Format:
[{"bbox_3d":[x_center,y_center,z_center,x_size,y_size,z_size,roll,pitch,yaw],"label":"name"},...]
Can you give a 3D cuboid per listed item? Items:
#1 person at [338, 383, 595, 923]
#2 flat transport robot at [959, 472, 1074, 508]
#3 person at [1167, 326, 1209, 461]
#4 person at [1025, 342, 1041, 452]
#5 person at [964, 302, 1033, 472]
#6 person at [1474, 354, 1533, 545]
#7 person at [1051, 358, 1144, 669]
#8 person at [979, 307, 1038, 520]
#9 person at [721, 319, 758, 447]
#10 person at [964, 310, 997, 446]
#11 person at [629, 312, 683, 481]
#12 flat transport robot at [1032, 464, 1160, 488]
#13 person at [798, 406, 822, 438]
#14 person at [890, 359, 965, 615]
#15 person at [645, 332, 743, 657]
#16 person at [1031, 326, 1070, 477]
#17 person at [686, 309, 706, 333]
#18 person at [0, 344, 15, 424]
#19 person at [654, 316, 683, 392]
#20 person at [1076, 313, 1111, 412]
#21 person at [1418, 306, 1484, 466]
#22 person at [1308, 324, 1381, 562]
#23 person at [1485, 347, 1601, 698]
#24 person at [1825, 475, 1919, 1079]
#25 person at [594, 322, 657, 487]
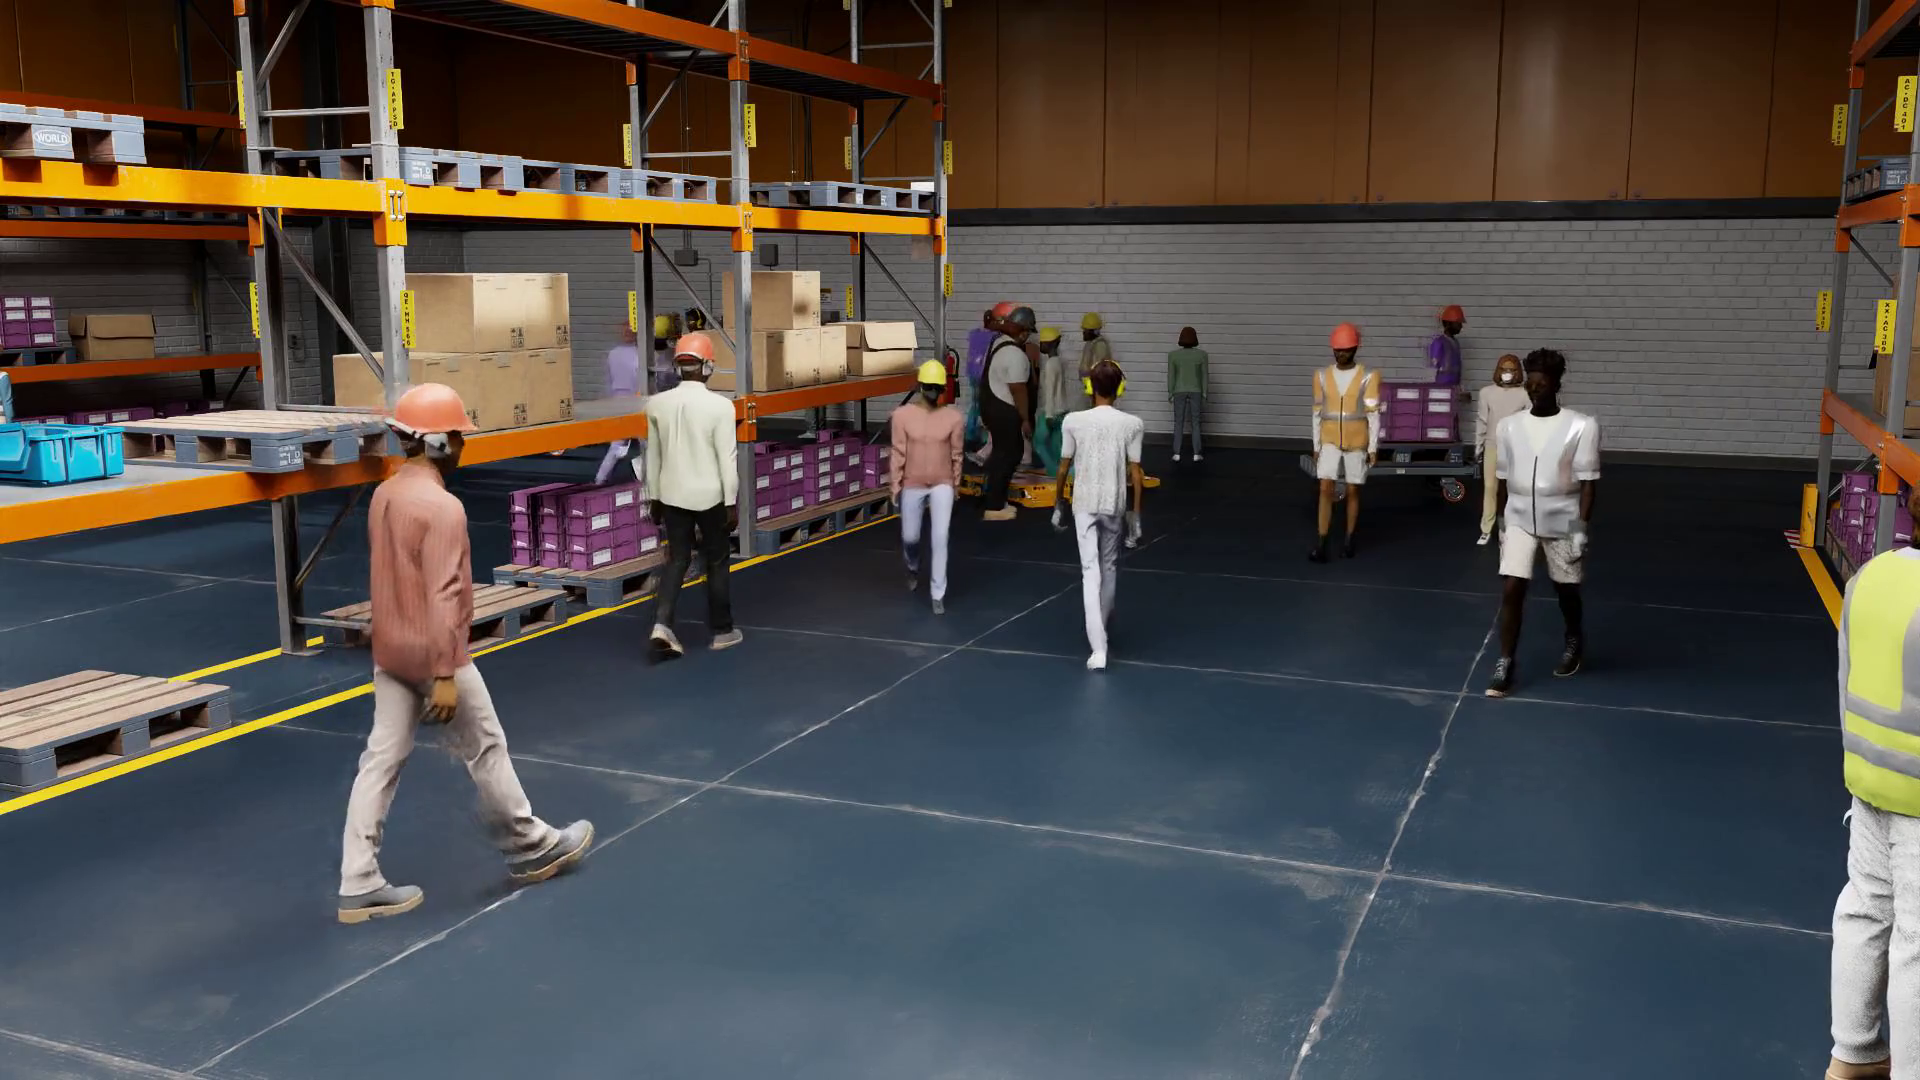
[{"bbox_3d":[-1.895,0.393,6.149,1.009,1.936,0.646,-9,13,-44],"label":"person"},{"bbox_3d":[0.617,-0.524,16.766,0.652,0.197,1.431,-6,11,-32],"label":"flat transport robot"},{"bbox_3d":[2.766,-1.771,20.199,0.500,1.636,0.283,2,9,9],"label":"person"},{"bbox_3d":[0.773,-1.954,21.114,0.535,1.700,0.314,-3,10,-17],"label":"person"},{"bbox_3d":[0.452,-1.761,19.211,0.995,1.937,0.612,5,11,27],"label":"person"},{"bbox_3d":[4.598,-0.753,14.048,0.504,1.630,0.280,6,11,31],"label":"person"},{"bbox_3d":[0.830,-0.173,9.968,0.512,1.823,0.980,-1,9,-6],"label":"person"},{"bbox_3d":[0.455,-1.183,15.409,0.551,2.000,0.719,-2,10,-14],"label":"person"},{"bbox_3d":[-2.279,-1.291,16.483,0.612,1.899,0.465,4,10,24],"label":"person"},{"bbox_3d":[0.308,-2.107,21.747,0.446,1.805,0.611,-6,11,-32],"label":"person"},{"bbox_3d":[-3.146,-1.486,17.729,0.733,1.881,0.652,-3,10,-18],"label":"person"},{"bbox_3d":[1.347,-0.651,17.536,1.431,0.197,0.652,-6,11,-32],"label":"flat transport robot"},{"bbox_3d":[-2.082,-2.268,22.948,0.371,1.727,0.537,4,10,21],"label":"person"},{"bbox_3d":[-0.223,-0.393,11.516,0.522,1.743,0.699,0,9,-2],"label":"person"},{"bbox_3d":[-1.625,-0.266,10.076,0.633,1.969,0.797,3,10,20],"label":"person"},{"bbox_3d":[0.927,-1.316,17.107,0.383,1.746,0.536,4,10,24],"label":"person"},{"bbox_3d":[-3.059,-1.790,19.644,0.316,1.861,0.514,-4,10,-23],"label":"person"},{"bbox_3d":[-9.460,-1.119,16.273,0.508,1.627,0.322,3,10,18],"label":"person"},{"bbox_3d":[-2.956,-1.353,16.945,0.872,1.871,0.623,-8,12,-39],"label":"person"},{"bbox_3d":[1.651,-1.887,20.449,0.504,1.791,0.605,-3,10,-17],"label":"person"},{"bbox_3d":[5.708,-1.736,19.171,0.966,1.891,0.562,7,12,37],"label":"person"},{"bbox_3d":[3.039,-0.754,13.223,0.571,1.895,0.925,4,10,23],"label":"person"},{"bbox_3d":[3.291,-0.119,9.327,0.597,1.931,0.982,7,12,36],"label":"person"},{"bbox_3d":[2.664,0.705,4.574,0.430,1.845,0.622,0,9,-1],"label":"person"},{"bbox_3d":[-3.255,-1.245,16.342,0.647,1.867,0.961,6,11,32],"label":"person"}]
